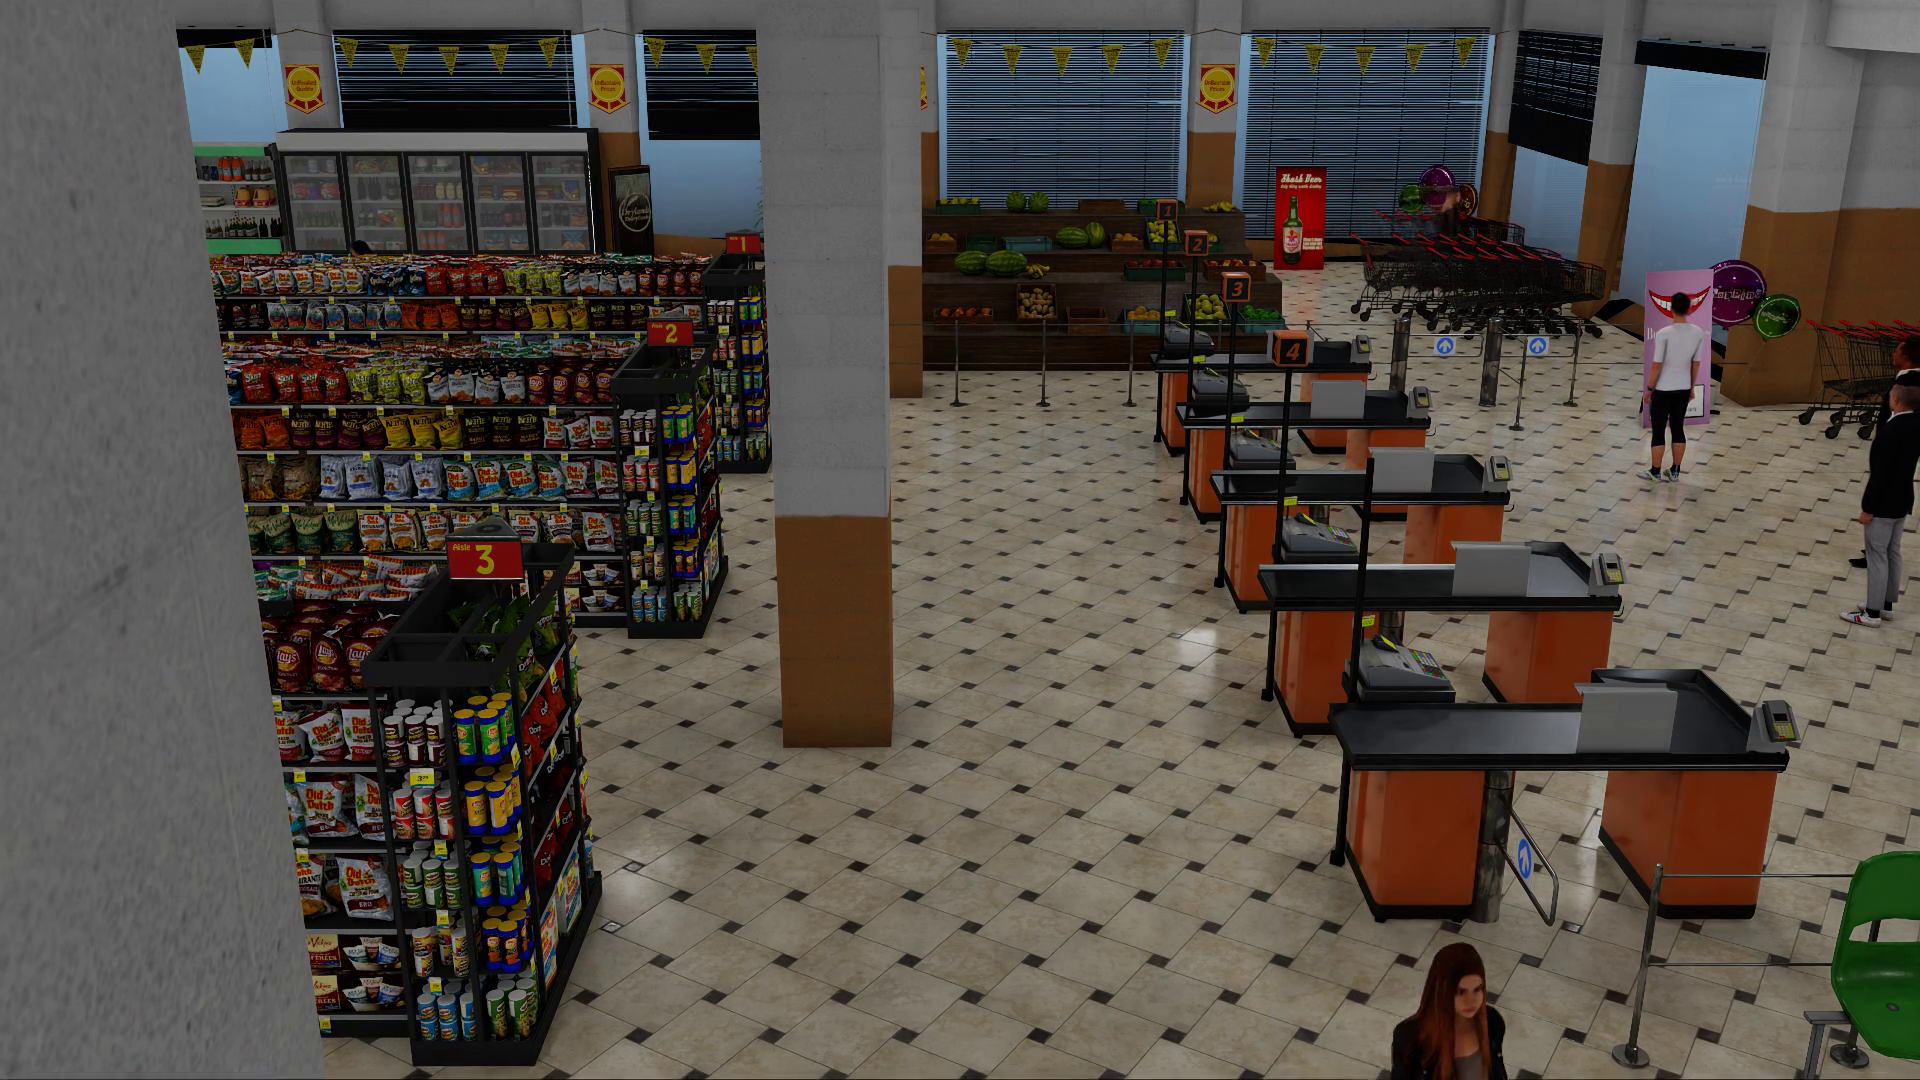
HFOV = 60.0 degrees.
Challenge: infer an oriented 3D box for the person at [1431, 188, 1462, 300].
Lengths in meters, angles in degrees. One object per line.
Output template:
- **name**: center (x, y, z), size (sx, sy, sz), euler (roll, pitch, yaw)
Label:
- **person**: center (7.368, -4.494, 25.329), size (0.670, 1.690, 0.694), euler (2, 19, 7)

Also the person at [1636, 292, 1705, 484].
- **person**: center (6.909, -1.479, 16.137), size (0.549, 1.849, 0.772), euler (-3, 19, -10)

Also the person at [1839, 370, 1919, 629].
- **person**: center (6.996, -0.313, 12.508), size (0.757, 1.958, 0.857), euler (-14, 23, -35)

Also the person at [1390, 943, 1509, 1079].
- **person**: center (1.626, 2.101, 5.778), size (0.805, 1.684, 0.797), euler (-5, 19, -14)

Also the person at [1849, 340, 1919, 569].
- **person**: center (7.730, -0.701, 13.724), size (0.828, 1.917, 0.770), euler (17, 25, 42)
